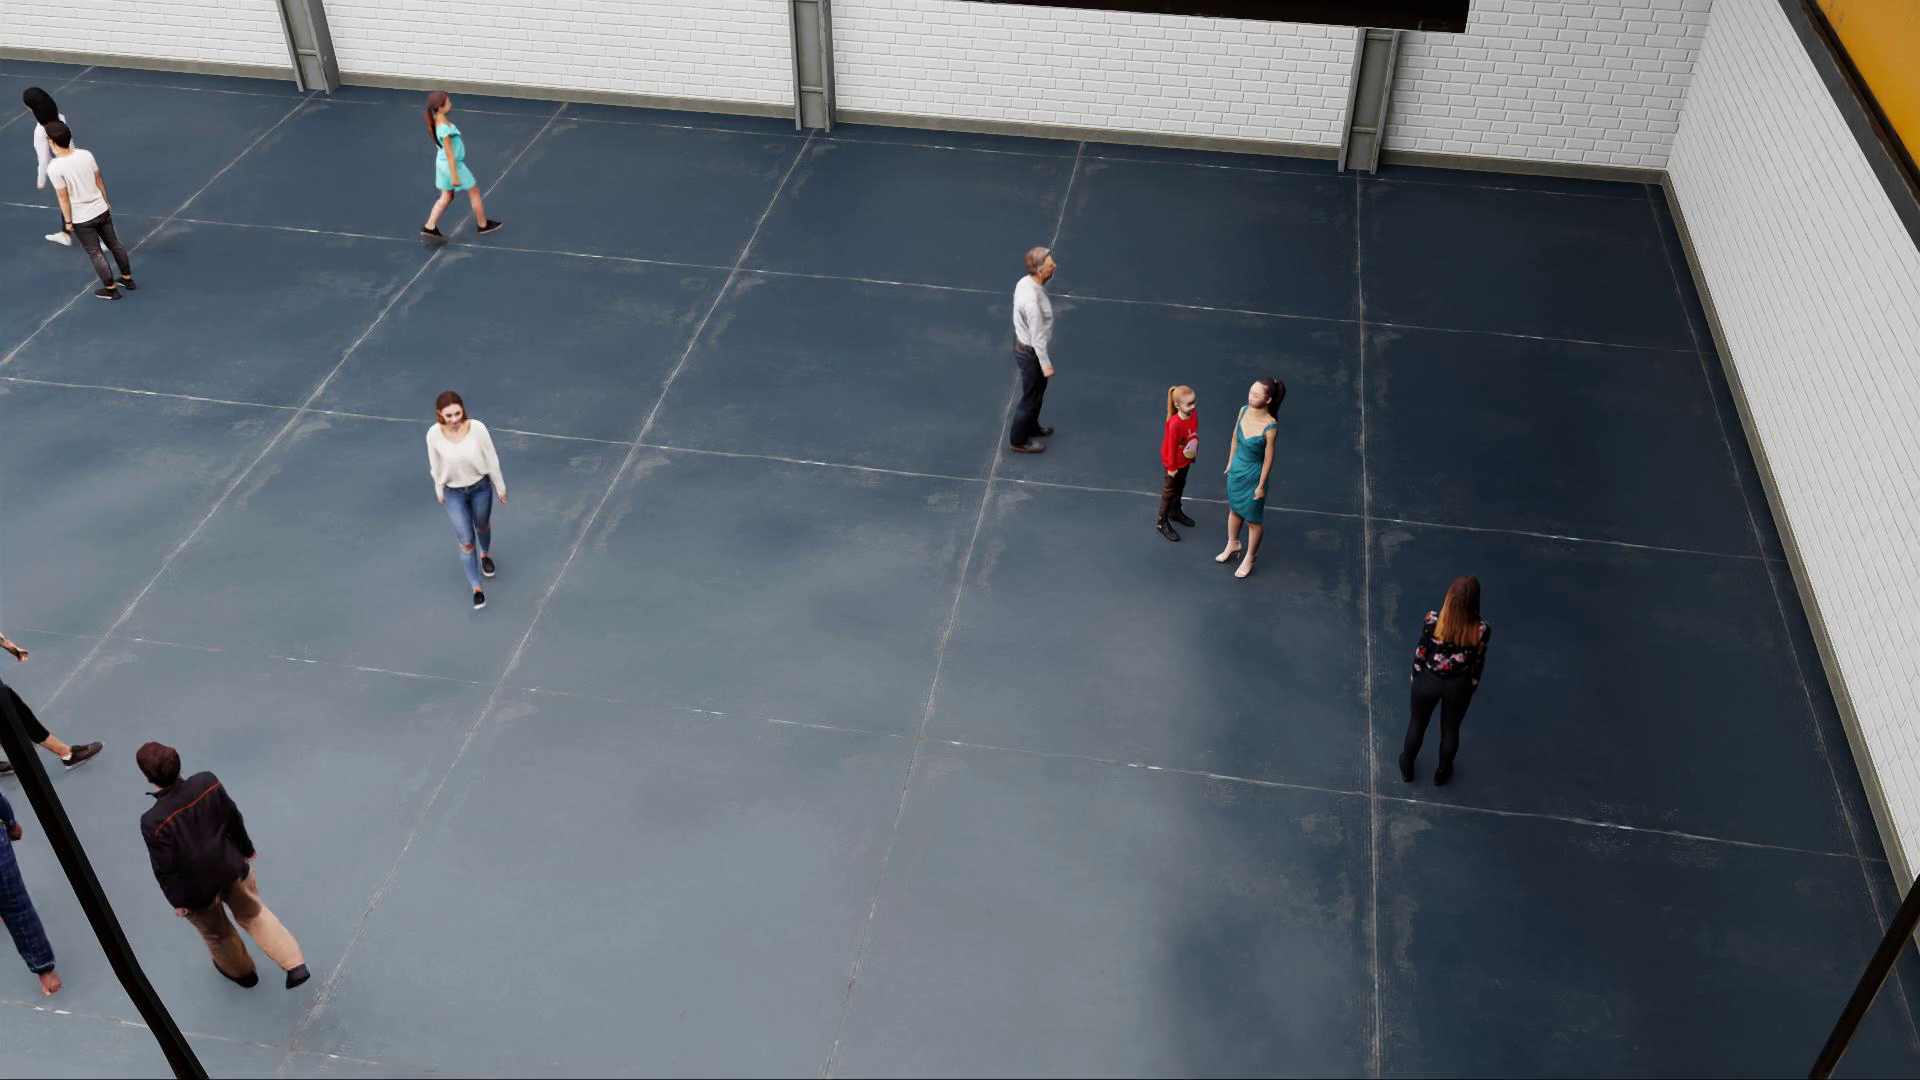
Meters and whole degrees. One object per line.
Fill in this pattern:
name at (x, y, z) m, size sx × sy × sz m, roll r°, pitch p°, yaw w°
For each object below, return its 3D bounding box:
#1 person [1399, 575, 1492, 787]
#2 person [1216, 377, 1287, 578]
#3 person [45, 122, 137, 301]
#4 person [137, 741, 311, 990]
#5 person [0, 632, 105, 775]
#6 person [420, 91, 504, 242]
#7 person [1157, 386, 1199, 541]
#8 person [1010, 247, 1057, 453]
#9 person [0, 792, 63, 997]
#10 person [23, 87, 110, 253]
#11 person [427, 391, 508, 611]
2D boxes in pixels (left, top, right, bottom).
person at (3.041, 0.886, 10.437) m, size 0.468 × 1.683 × 0.645 m, roll 10°, pitch 40°, yaw 12°
person at (2.112, -0.461, 12.121) m, size 0.669 × 1.686 × 0.616 m, roll -22°, pitch 43°, yaw -25°
person at (-8.042, -3.037, 15.320) m, size 0.628 × 1.721 × 0.683 m, roll 18°, pitch 42°, yaw 21°
person at (-4.019, 1.865, 9.033) m, size 1.104 × 1.906 × 0.917 m, roll 20°, pitch 43°, yaw 24°
person at (-6.246, 0.885, 10.427) m, size 1.082 × 1.698 × 0.966 m, roll -20°, pitch 43°, yaw -23°
person at (-5.023, -3.607, 16.189) m, size 1.072 × 1.526 × 1.002 m, roll -24°, pitch 44°, yaw -27°
person at (1.663, -0.614, 12.637) m, size 0.613 × 1.281 × 0.578 m, roll 26°, pitch 45°, yaw 28°
person at (0.554, -1.513, 13.336) m, size 0.672 × 1.813 × 0.708 m, roll -1°, pitch 39°, yaw -1°
person at (-5.581, 1.691, 9.357) m, size 1.208 × 1.773 × 1.246 m, roll -23°, pitch 44°, yaw -26°
person at (-8.490, -3.516, 15.958) m, size 1.029 × 1.672 × 0.784 m, roll -4°, pitch 39°, yaw -4°
person at (-3.568, -0.388, 12.049) m, size 0.996 × 1.663 × 0.972 m, roll -12°, pitch 40°, yaw -15°
